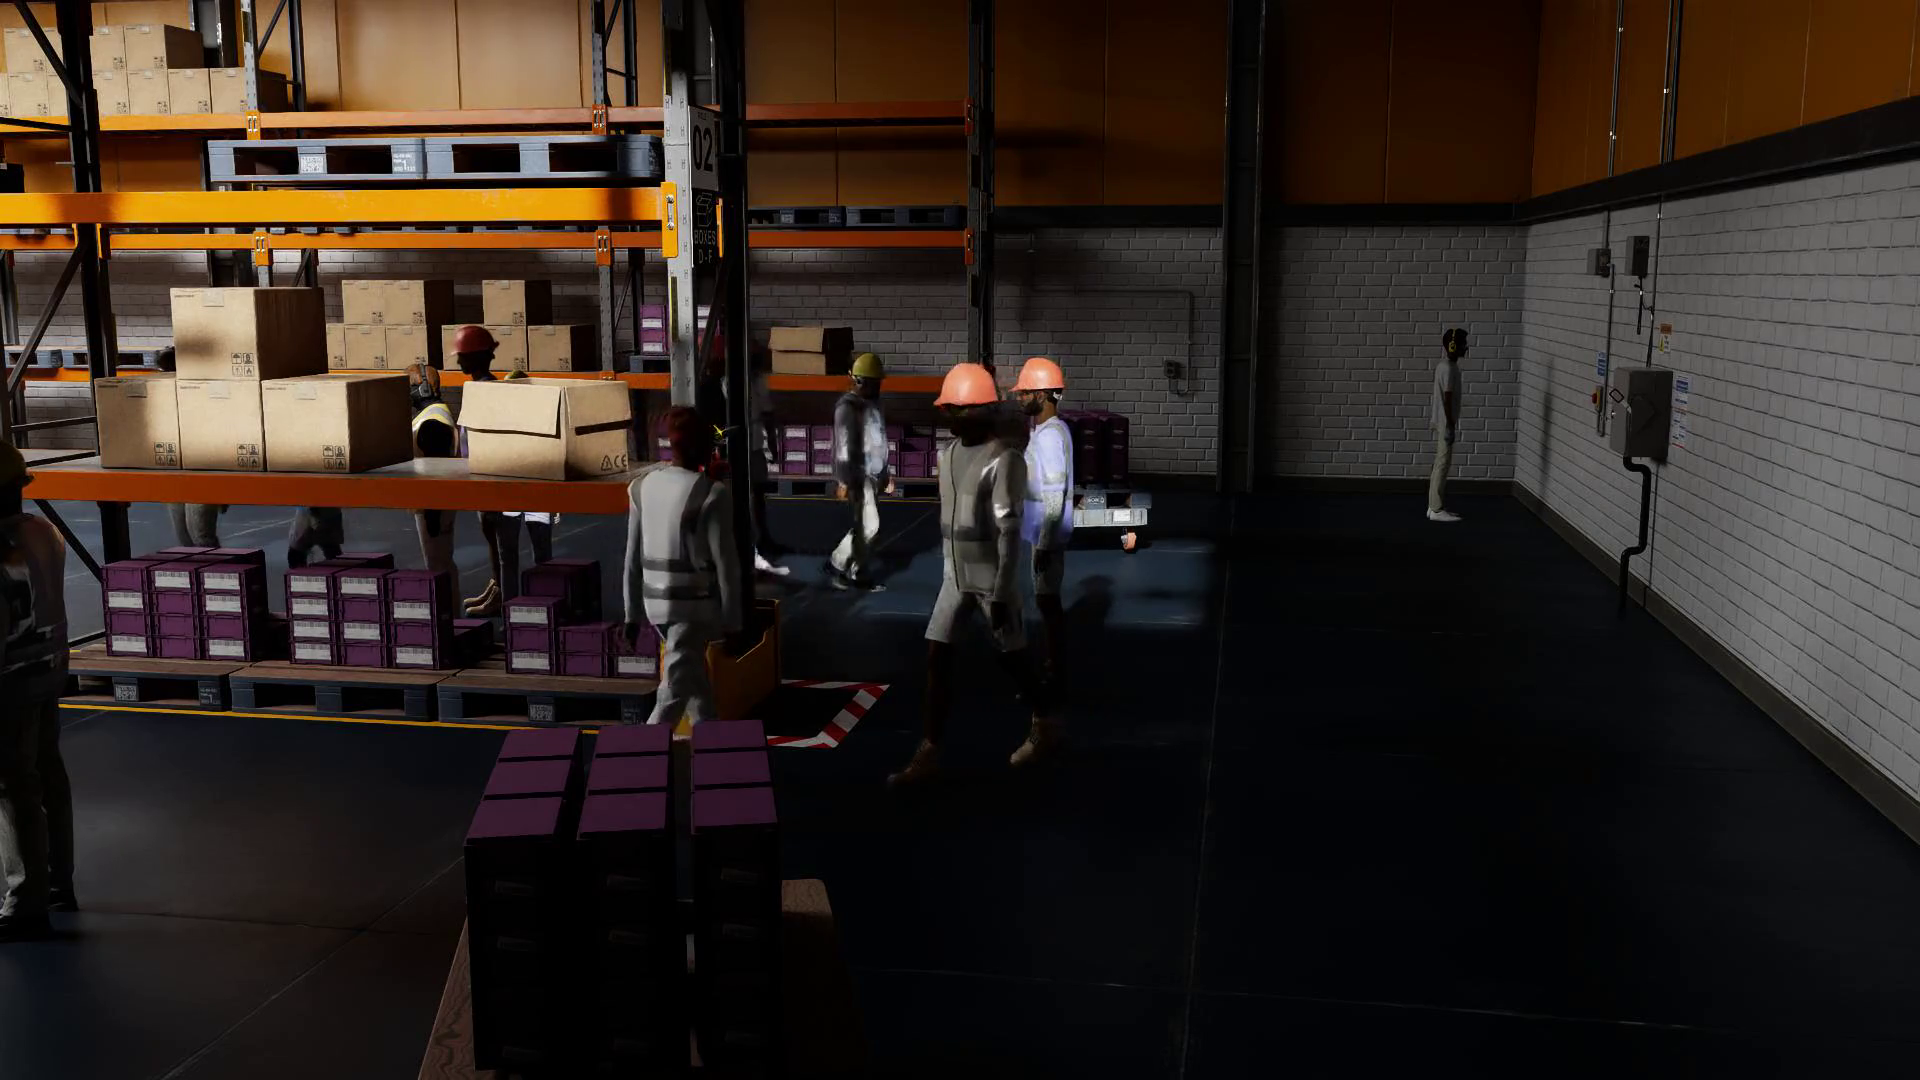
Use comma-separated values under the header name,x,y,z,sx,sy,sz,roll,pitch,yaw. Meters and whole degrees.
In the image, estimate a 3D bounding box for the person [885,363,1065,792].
name,x,y,z,sx,sy,sz,roll,pitch,yaw
person,0.121,0.158,7.863,1.037,2.001,0.621,-8,12,-41

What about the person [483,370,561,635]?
name,x,y,z,sx,sy,sz,roll,pitch,yaw
person,-2.907,-0.240,11.022,0.528,1.767,0.329,-3,10,-17

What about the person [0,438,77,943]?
name,x,y,z,sx,sy,sz,roll,pitch,yaw
person,-3.453,0.531,6.025,0.403,1.837,0.590,-1,9,-7

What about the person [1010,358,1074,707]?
name,x,y,z,sx,sy,sz,roll,pitch,yaw
person,0.451,-0.041,9.261,0.362,1.935,0.553,1,9,4

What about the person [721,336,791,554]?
name,x,y,z,sx,sy,sz,roll,pitch,yaw
person,-1.780,-0.779,14.047,0.746,1.887,0.361,-2,9,-12

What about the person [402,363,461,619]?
name,x,y,z,sx,sy,sz,roll,pitch,yaw
person,-3.405,-0.217,10.691,0.430,1.836,0.619,-3,10,-18

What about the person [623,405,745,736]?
name,x,y,z,sx,sy,sz,roll,pitch,yaw
person,-1.236,0.317,7.386,0.583,1.836,0.999,6,11,35

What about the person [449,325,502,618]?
name,x,y,z,sx,sy,sz,roll,pitch,yaw
person,-3.343,-0.478,11.645,0.376,2.043,0.605,-3,10,-17

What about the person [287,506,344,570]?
name,x,y,z,sx,sy,sz,roll,pitch,yaw
person,-4.241,-0.213,11.185,0.724,1.678,0.539,-1,9,-5

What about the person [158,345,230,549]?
name,x,y,z,sx,sy,sz,roll,pitch,yaw
person,-5.268,-0.400,11.563,0.780,1.915,0.536,7,11,36

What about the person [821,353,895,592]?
name,x,y,z,sx,sy,sz,roll,pitch,yaw
person,-0.730,-0.493,12.465,0.431,1.810,0.590,3,10,18

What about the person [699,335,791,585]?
name,x,y,z,sx,sy,sz,roll,pitch,yaw
person,-1.865,-0.584,12.645,1.042,1.934,0.643,1,9,3

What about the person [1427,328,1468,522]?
name,x,y,z,sx,sy,sz,roll,pitch,yaw
person,4.740,-1.118,16.150,0.313,1.869,0.528,2,9,12
